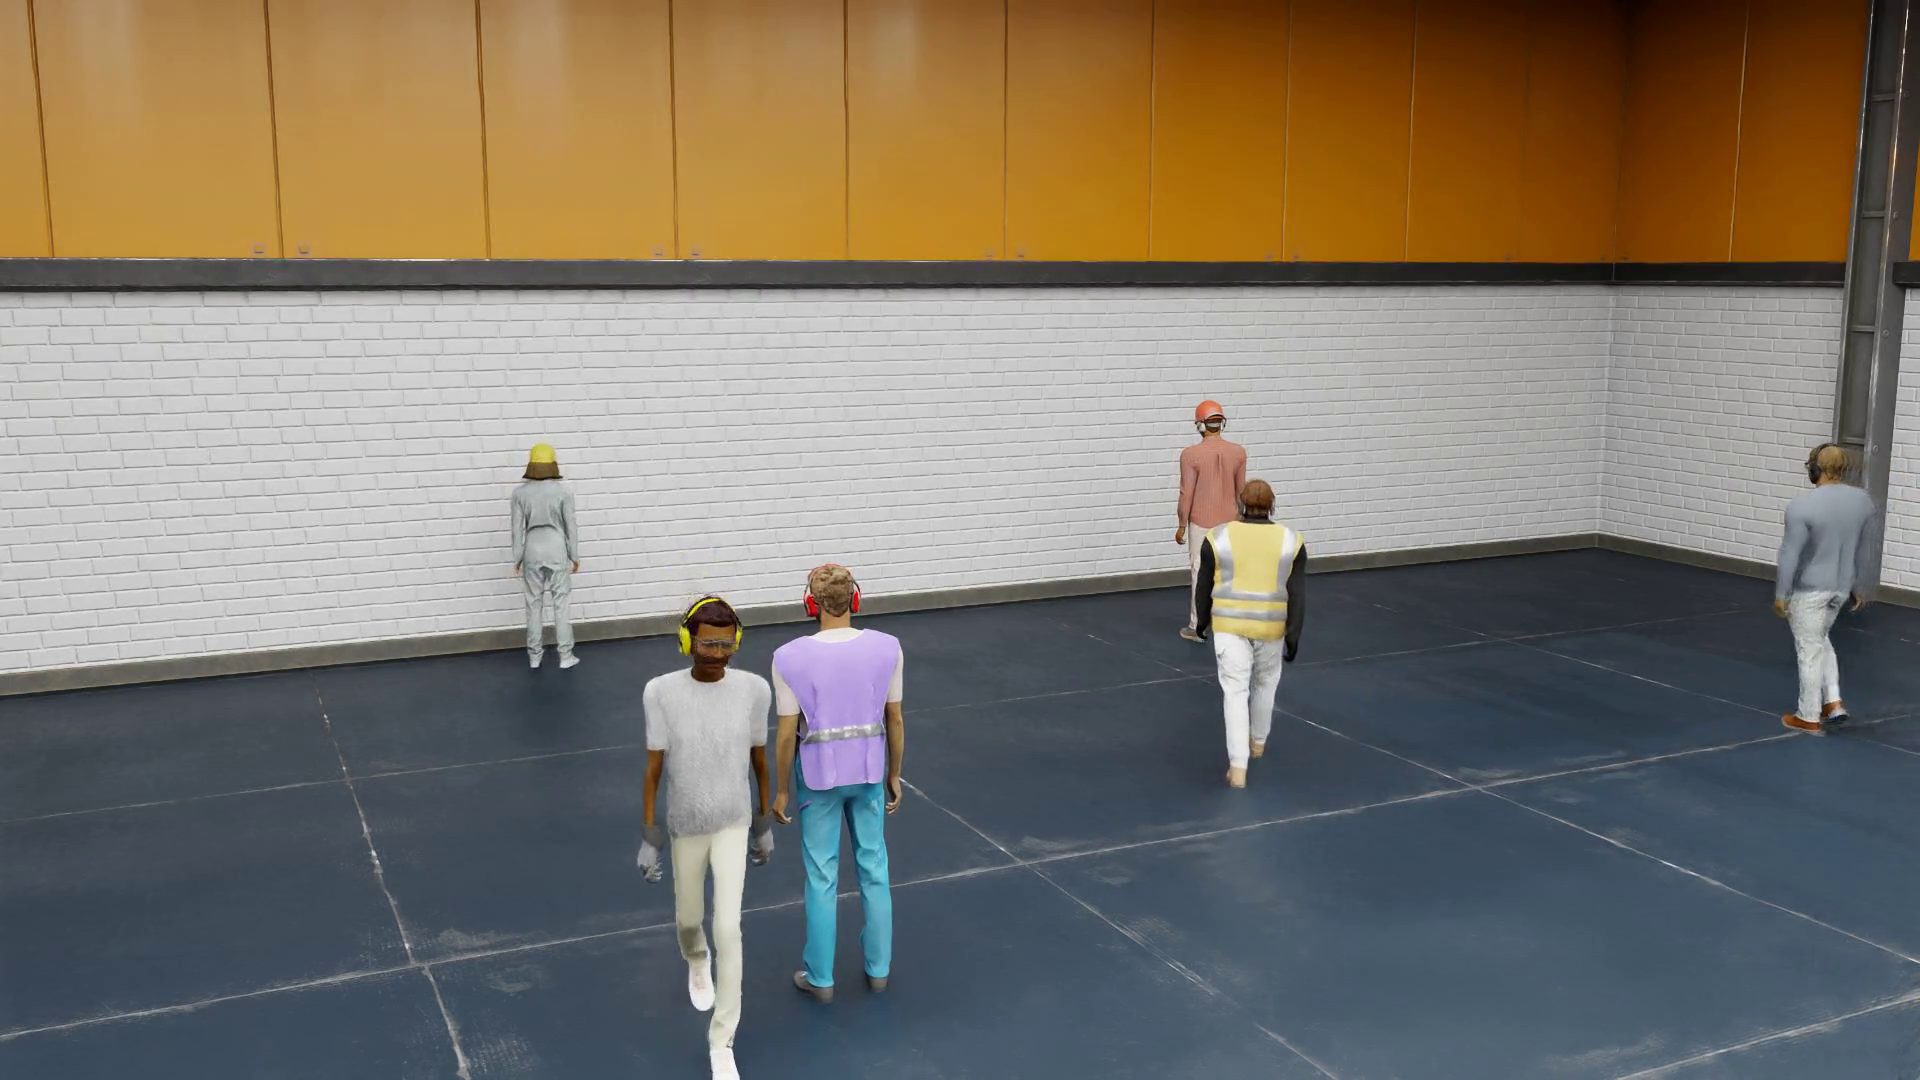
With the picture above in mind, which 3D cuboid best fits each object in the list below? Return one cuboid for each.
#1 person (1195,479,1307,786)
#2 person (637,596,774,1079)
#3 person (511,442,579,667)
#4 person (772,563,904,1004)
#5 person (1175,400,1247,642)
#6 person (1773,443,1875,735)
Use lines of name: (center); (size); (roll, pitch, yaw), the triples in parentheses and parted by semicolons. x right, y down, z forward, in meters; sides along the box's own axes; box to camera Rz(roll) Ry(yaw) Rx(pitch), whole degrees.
person: (1.749, 0.522, 10.096); (0.632, 1.791, 0.947); (1, 9, 3)
person: (-0.989, 1.095, 6.482); (0.523, 1.819, 0.931); (-1, 9, -9)
person: (-3.176, 0.114, 12.781); (0.492, 1.743, 0.311); (0, 9, -2)
person: (-0.499, 1.013, 6.909); (0.564, 1.838, 0.388); (-3, 10, -20)
person: (2.058, -0.154, 13.696); (0.609, 1.986, 0.392); (-3, 10, -19)
person: (5.610, 0.324, 10.898); (0.652, 1.928, 0.434); (-3, 10, -17)
